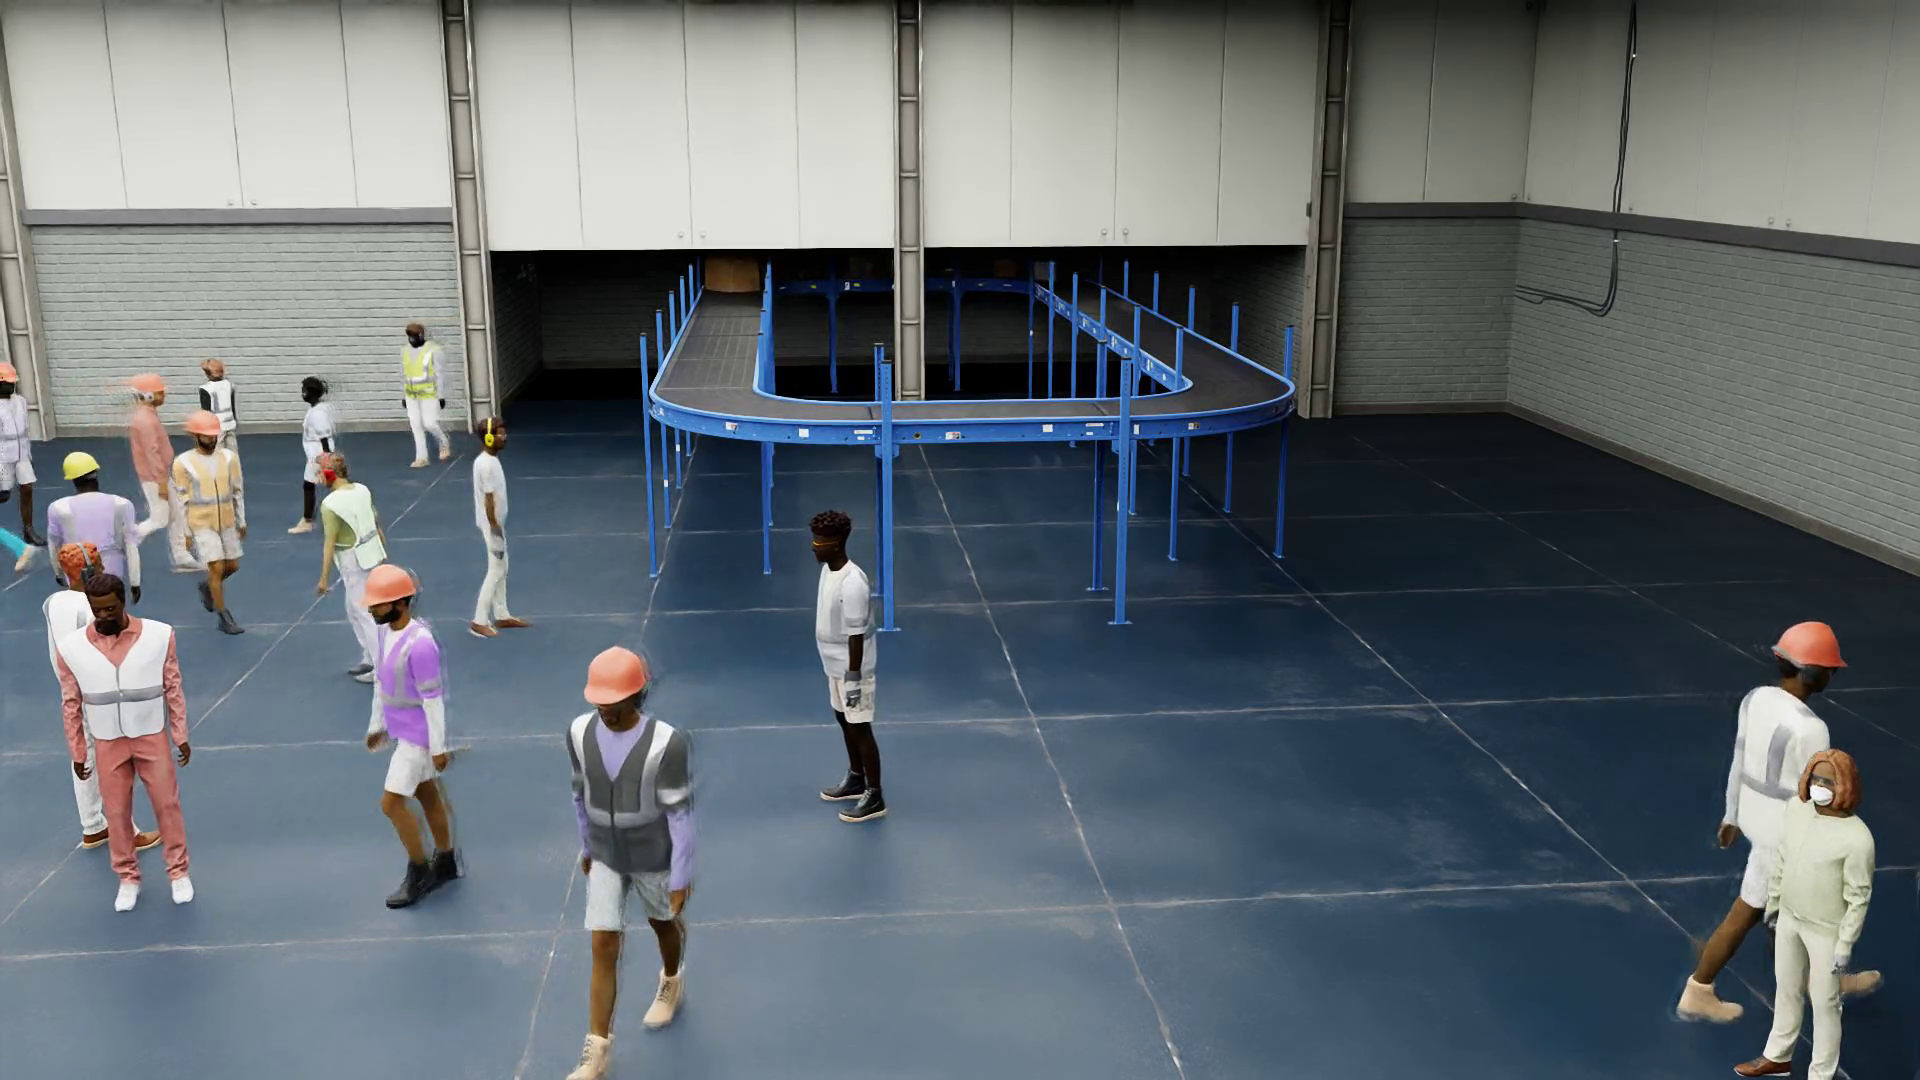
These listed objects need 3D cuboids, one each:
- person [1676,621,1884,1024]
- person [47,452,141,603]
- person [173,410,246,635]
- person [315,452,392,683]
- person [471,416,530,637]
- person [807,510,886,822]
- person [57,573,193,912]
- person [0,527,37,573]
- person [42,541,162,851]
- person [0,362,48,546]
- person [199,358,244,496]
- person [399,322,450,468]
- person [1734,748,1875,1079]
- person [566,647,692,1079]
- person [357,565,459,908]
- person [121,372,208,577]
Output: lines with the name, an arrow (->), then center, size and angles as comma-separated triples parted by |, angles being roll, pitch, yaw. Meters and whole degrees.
person -> 3.942, 1.356, 7.833 | 1.027, 1.987, 0.621 | 1, 14, 3
person -> -6.524, 0.248, 12.571 | 0.579, 1.854, 1.029 | -11, 18, -38
person -> -6.366, -0.171, 14.111 | 0.692, 1.917, 0.543 | 12, 18, 39
person -> -4.618, 0.218, 12.756 | 0.486, 1.816, 0.570 | 1, 14, 3
person -> -3.915, -0.114, 13.991 | 0.375, 1.877, 0.555 | -2, 14, -10
person -> -0.719, 0.764, 10.298 | 0.406, 1.952, 0.617 | -6, 15, -21
person -> -4.545, 1.086, 9.090 | 0.597, 1.907, 0.408 | -6, 15, -23
person -> -9.346, -0.533, 15.762 | 0.862, 1.821, 0.530 | -6, 15, -23
person -> -5.060, 0.930, 9.757 | 0.572, 1.883, 0.356 | 8, 16, 28
person -> -9.765, -0.872, 16.932 | 0.771, 1.912, 0.559 | 5, 15, 18
person -> -8.466, -1.264, 19.031 | 0.310, 1.639, 0.524 | 4, 15, 16
person -> -6.740, -1.826, 20.892 | 0.643, 1.823, 0.491 | 5, 15, 18
person -> 3.708, 1.681, 7.252 | 0.280, 1.635, 0.500 | -4, 15, -15
person -> -1.501, 1.439, 7.510 | 0.626, 1.979, 1.064 | 3, 14, 13
person -> -3.084, 1.065, 9.157 | 0.624, 1.916, 0.570 | -9, 17, -32
person -> -7.672, -0.603, 15.719 | 0.822, 1.969, 0.622 | -5, 15, -18
